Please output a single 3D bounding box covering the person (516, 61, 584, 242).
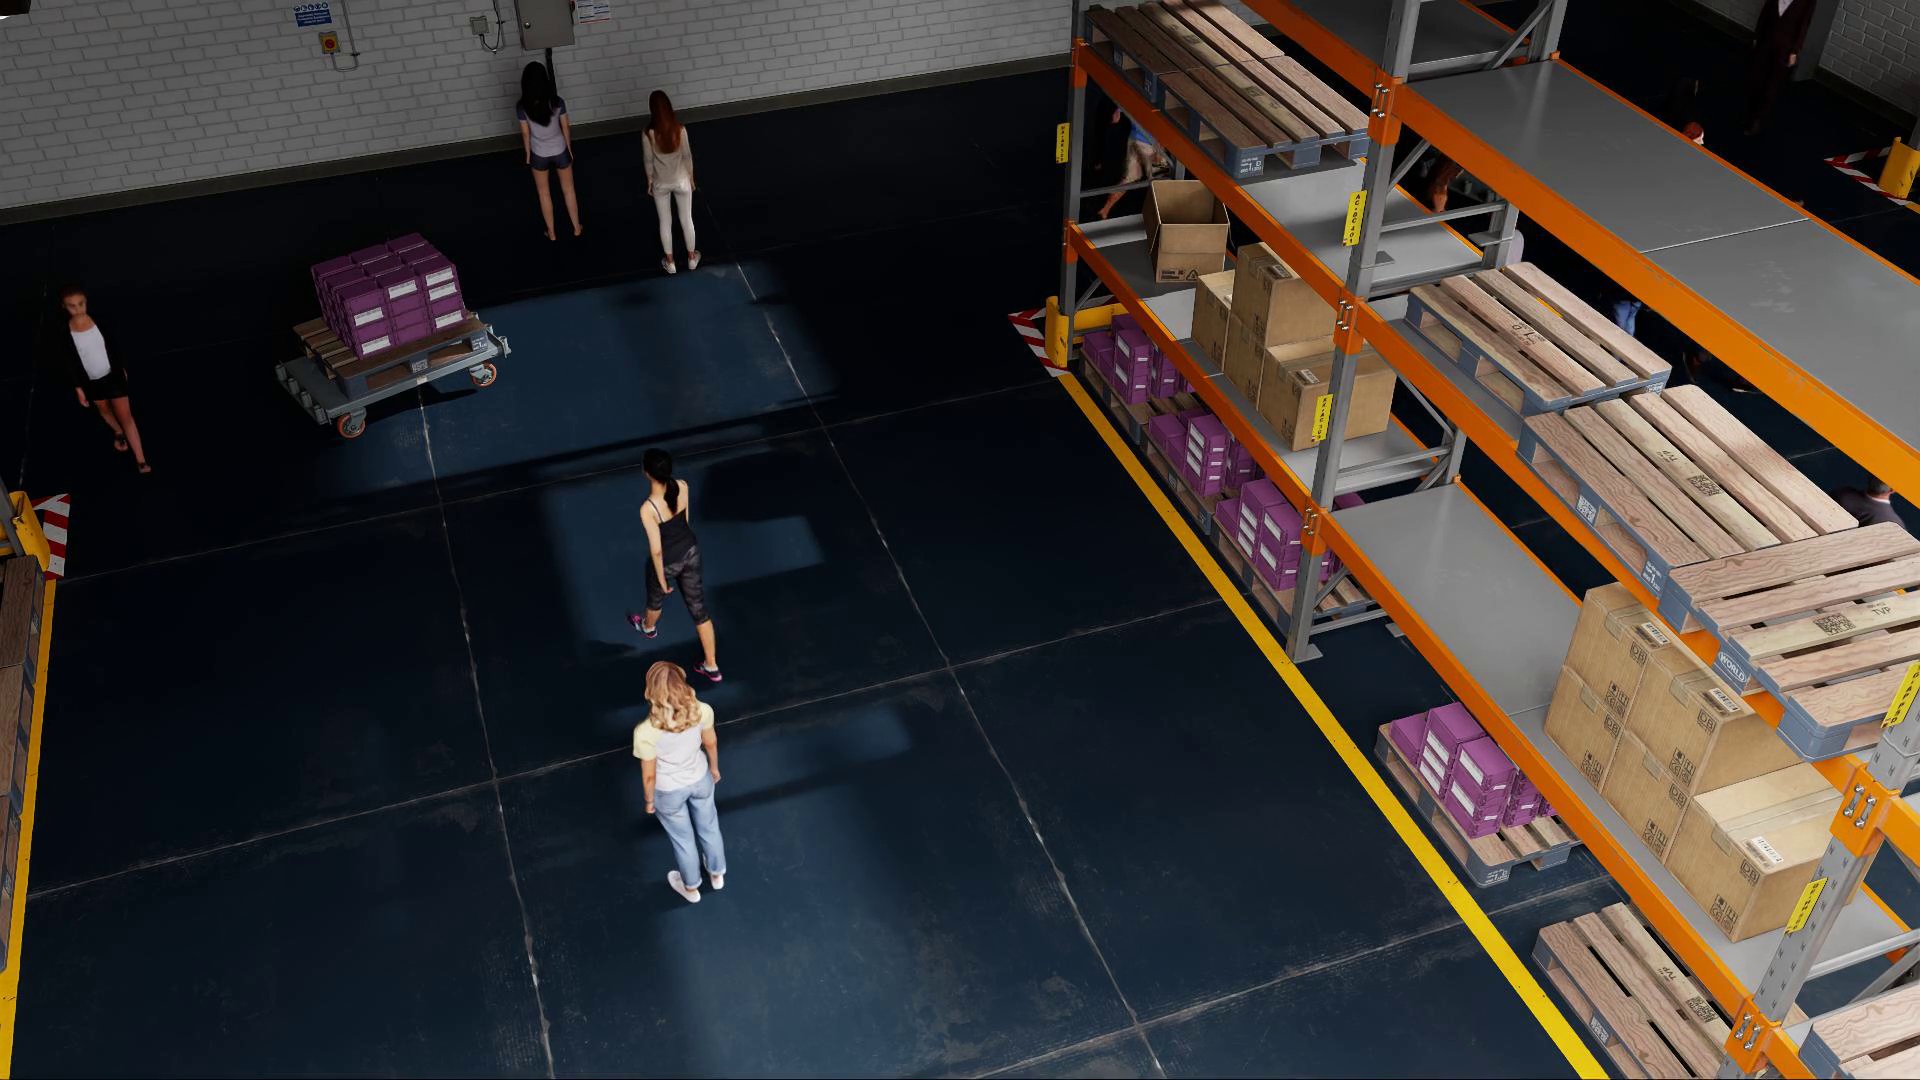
[{"bbox_3d":[-3.792,-3.576,15.309,0.594,1.706,0.526,-11,40,-14],"label":"person"}]

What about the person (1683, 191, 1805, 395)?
[{"bbox_3d":[6.245,-1.915,13.167,1.081,1.783,1.029,13,40,15],"label":"person"}]

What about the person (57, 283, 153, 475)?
[{"bbox_3d":[-6.517,-1.261,12.564,0.636,1.513,1.083,-19,42,-22],"label":"person"}]

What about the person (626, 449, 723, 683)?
[{"bbox_3d":[-1.752,0.194,10.600,1.175,1.691,0.906,31,48,33],"label":"person"}]

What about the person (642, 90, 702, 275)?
[{"bbox_3d":[-2.574,-3.182,14.812,0.610,1.709,0.579,-8,39,-10],"label":"person"}]

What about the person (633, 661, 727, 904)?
[{"bbox_3d":[-1.527,1.340,9.140,0.684,1.722,0.631,-24,45,-27],"label":"person"}]

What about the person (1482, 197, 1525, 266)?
[{"bbox_3d":[4.226,-1.757,12.958,1.317,1.798,1.057,32,48,33],"label":"person"}]

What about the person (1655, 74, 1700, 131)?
[{"bbox_3d":[6.495,-3.512,15.301,0.651,1.615,0.507,-13,40,-16],"label":"person"}]

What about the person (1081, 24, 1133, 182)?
[{"bbox_3d":[1.640,-4.287,16.226,0.804,1.672,0.863,-22,44,-26],"label":"person"}]

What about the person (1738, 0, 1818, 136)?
[{"bbox_3d":[8.445,-5.106,17.107,0.880,1.852,0.796,-29,47,-31],"label":"person"}]

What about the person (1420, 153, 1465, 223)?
[{"bbox_3d":[3.832,-2.504,13.972,0.804,1.699,0.791,0,39,-1],"label":"person"}]

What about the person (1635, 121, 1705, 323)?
[{"bbox_3d":[6.031,-2.733,14.194,0.707,1.779,0.643,15,41,18],"label":"person"}]
